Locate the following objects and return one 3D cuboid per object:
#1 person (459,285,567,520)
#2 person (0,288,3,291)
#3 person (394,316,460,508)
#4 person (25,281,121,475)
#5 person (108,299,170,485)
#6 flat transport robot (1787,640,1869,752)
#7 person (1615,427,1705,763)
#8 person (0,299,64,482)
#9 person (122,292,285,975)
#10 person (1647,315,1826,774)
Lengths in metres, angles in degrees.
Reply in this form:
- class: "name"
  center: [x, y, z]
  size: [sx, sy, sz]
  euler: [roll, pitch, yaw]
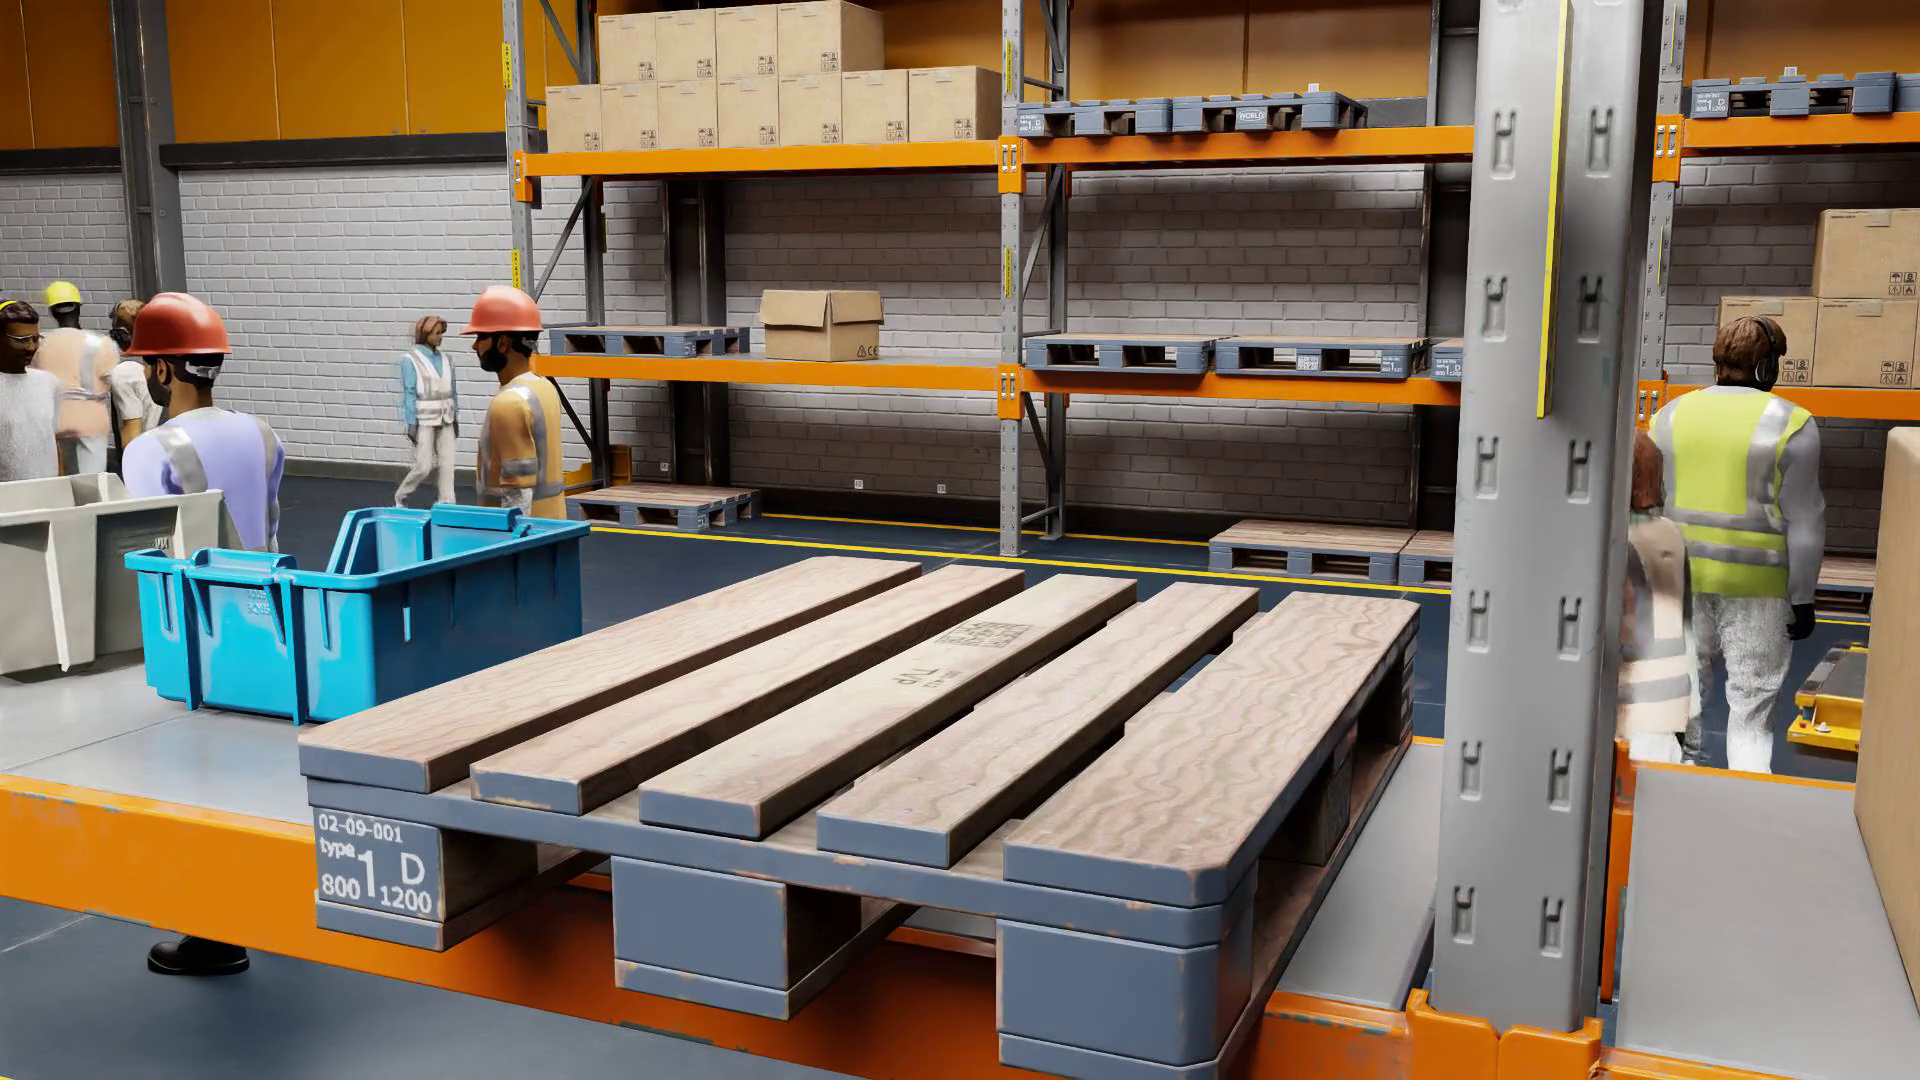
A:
- class: "person"
  center: [-1.658, 0.025, 6.233]
  size: [0.357, 1.938, 0.543]
  euler: [0, 9, -3]
- class: "person"
  center: [-9.488, -1.654, 16.294]
  size: [0.551, 1.932, 0.377]
  euler: [0, 9, 2]
- class: "person"
  center: [-4.018, -0.882, 12.575]
  size: [0.550, 1.622, 0.533]
  euler: [5, 11, 29]
- class: "person"
  center: [-5.728, -0.736, 10.921]
  size: [0.653, 1.893, 0.635]
  euler: [0, 9, 2]
- class: "person"
  center: [-4.125, -0.303, 8.492]
  size: [0.338, 1.836, 0.517]
  euler: [1, 10, 9]
- class: "flat transport robot"
  center: [4.088, 0.686, 7.252]
  size: [0.652, 0.197, 1.431]
  euler: [7, 11, 34]
- class: "person"
  center: [1.733, 0.488, 4.495]
  size: [0.871, 1.587, 0.525]
  euler: [9, 13, 42]
- class: "person"
  center: [-4.102, -0.117, 7.305]
  size: [0.329, 1.865, 0.508]
  euler: [4, 10, 20]
- class: "person"
  center: [-2.159, 0.272, 4.749]
  size: [0.354, 1.939, 0.544]
  euler: [2, 10, 14]
- class: "person"
  center: [2.680, 0.151, 5.765]
  size: [0.429, 1.844, 0.626]
  euler: [-7, 12, -35]
